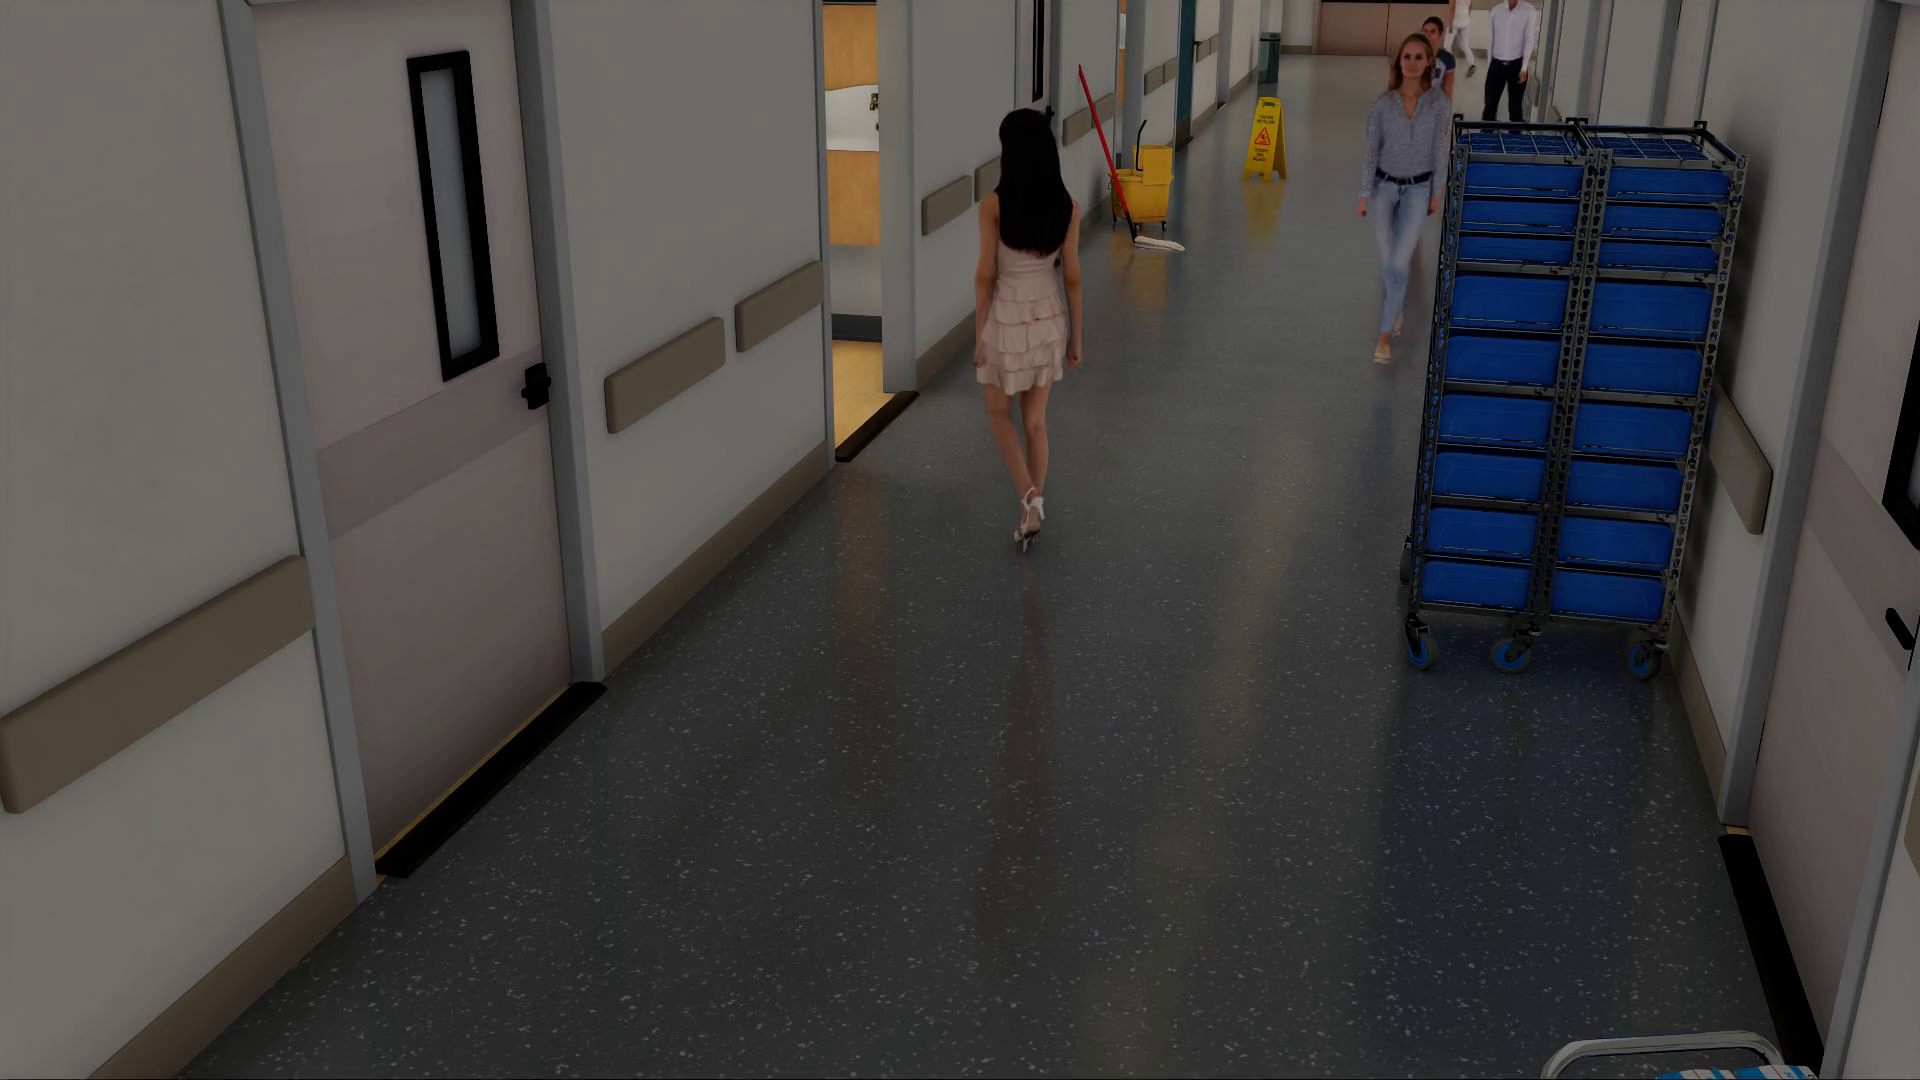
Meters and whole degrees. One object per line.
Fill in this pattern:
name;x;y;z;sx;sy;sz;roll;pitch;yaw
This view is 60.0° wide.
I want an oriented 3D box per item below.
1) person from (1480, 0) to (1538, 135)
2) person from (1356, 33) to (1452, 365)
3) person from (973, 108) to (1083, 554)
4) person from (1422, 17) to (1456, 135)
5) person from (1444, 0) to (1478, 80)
person;5.483;-4.673;16.519;0.827;1.828;1.283;11;23;27
person;2.490;-1.924;9.433;0.660;1.745;1.212;7;22;17
person;0.263;-0.737;6.329;0.750;1.723;0.823;-4;21;-11
person;3.791;-3.454;13.658;0.619;1.613;0.610;9;22;22
person;7.555;-7.756;24.976;0.938;1.641;1.126;-6;22;-15
